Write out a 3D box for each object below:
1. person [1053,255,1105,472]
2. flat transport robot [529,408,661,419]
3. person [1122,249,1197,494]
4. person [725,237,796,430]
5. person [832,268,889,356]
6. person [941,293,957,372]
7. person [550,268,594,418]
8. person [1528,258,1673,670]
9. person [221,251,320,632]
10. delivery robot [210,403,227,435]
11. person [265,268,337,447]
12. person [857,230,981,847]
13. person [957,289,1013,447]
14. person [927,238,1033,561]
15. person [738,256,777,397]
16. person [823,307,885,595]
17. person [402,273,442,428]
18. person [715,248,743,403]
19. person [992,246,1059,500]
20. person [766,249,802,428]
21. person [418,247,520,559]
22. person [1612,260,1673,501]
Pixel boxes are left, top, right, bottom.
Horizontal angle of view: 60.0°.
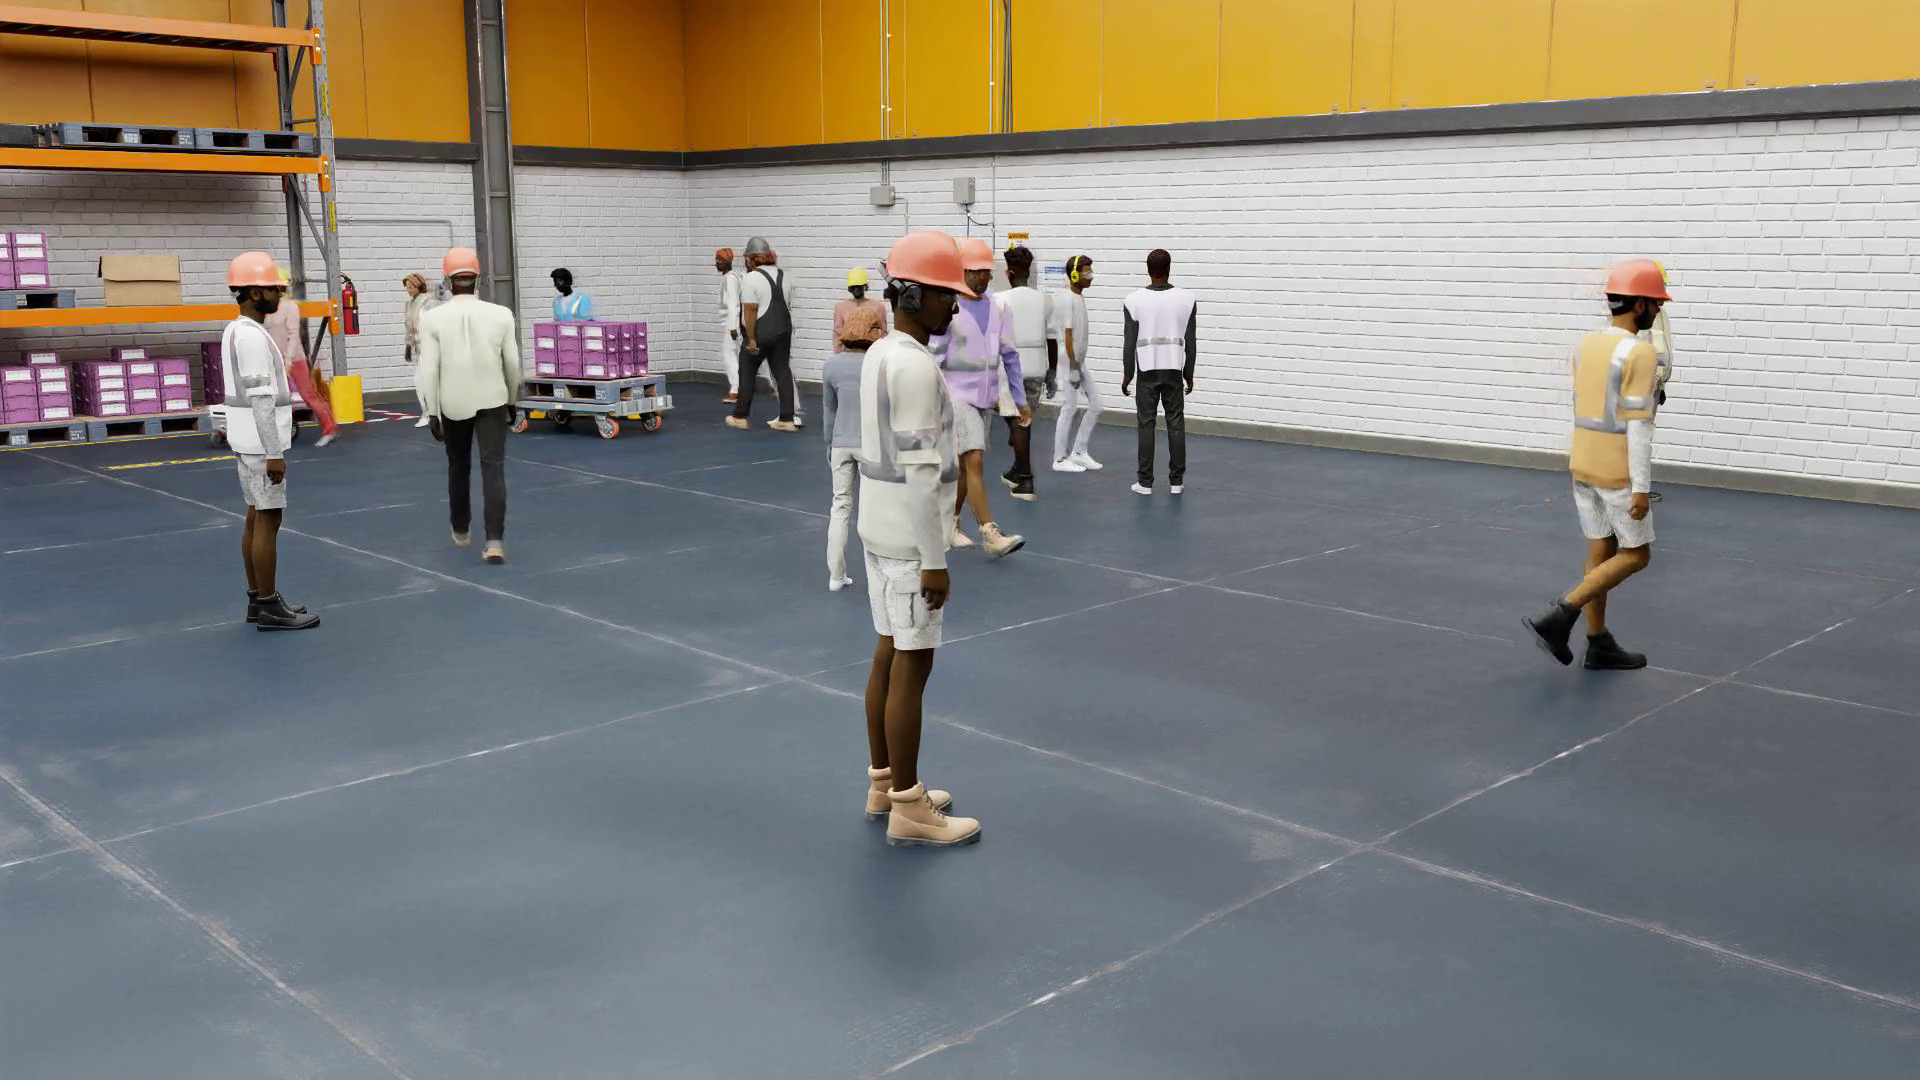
[{"bbox_3d":[1.041,-1.491,14.181,0.562,1.850,0.568,4,11,19],"label":"person"},{"bbox_3d":[-4.105,-1.482,18.453,1.431,0.197,0.652,1,10,3],"label":"flat transport robot"},{"bbox_3d":[1.560,-1.307,13.022,0.587,1.914,0.392,-1,10,-5],"label":"person"},{"bbox_3d":[-2.096,-2.169,17.370,0.919,2.000,0.702,9,14,42],"label":"person"},{"bbox_3d":[-0.961,-1.810,16.314,0.544,1.713,0.894,1,10,7],"label":"person"},{"bbox_3d":[-0.070,-1.841,16.295,0.676,1.788,0.406,2,11,12],"label":"person"},{"bbox_3d":[-4.285,-2.179,18.445,0.561,1.664,0.408,7,12,33],"label":"person"},{"bbox_3d":[2.939,-0.319,7.615,0.554,1.921,0.560,-2,11,-12],"label":"person"},{"bbox_3d":[-3.570,-0.501,8.551,0.351,1.941,0.545,-6,12,-31],"label":"person"},{"bbox_3d":[-6.833,-1.222,16.007,0.477,0.478,0.707,5,12,27],"label":"delivery robot"},{"bbox_3d":[-6.348,-1.709,15.734,0.529,1.726,0.898,7,13,34],"label":"person"},{"bbox_3d":[-0.141,-0.002,5.568,0.393,2.036,0.605,-3,11,-14],"label":"person"},{"bbox_3d":[0.209,-1.724,15.331,0.694,1.913,0.553,5,11,25],"label":"person"},{"bbox_3d":[0.148,-0.873,10.435,0.614,1.995,1.017,-8,13,-39],"label":"person"},{"bbox_3d":[-2.507,-2.682,20.701,0.930,1.843,0.602,10,14,43],"label":"person"},{"bbox_3d":[-0.558,-0.503,9.430,0.497,1.624,0.287,6,12,28],"label":"person"},{"bbox_3d":[-5.681,-1.989,17.509,0.557,1.612,0.558,9,14,41],"label":"person"},{"bbox_3d":[-2.757,-2.605,20.232,0.400,1.864,0.724,-1,10,-5],"label":"person"},{"bbox_3d":[0.404,-1.313,12.982,0.623,1.924,0.904,-5,11,-25],"label":"person"},{"bbox_3d":[-1.938,-2.129,17.603,0.483,1.884,0.770,-3,11,-16],"label":"person"},{"bbox_3d":[-3.089,-0.865,10.543,0.604,1.950,1.042,-3,11,-17],"label":"person"},{"bbox_3d":[5.164,-1.187,12.580,0.589,1.834,0.403,-8,13,-38],"label":"person"}]
